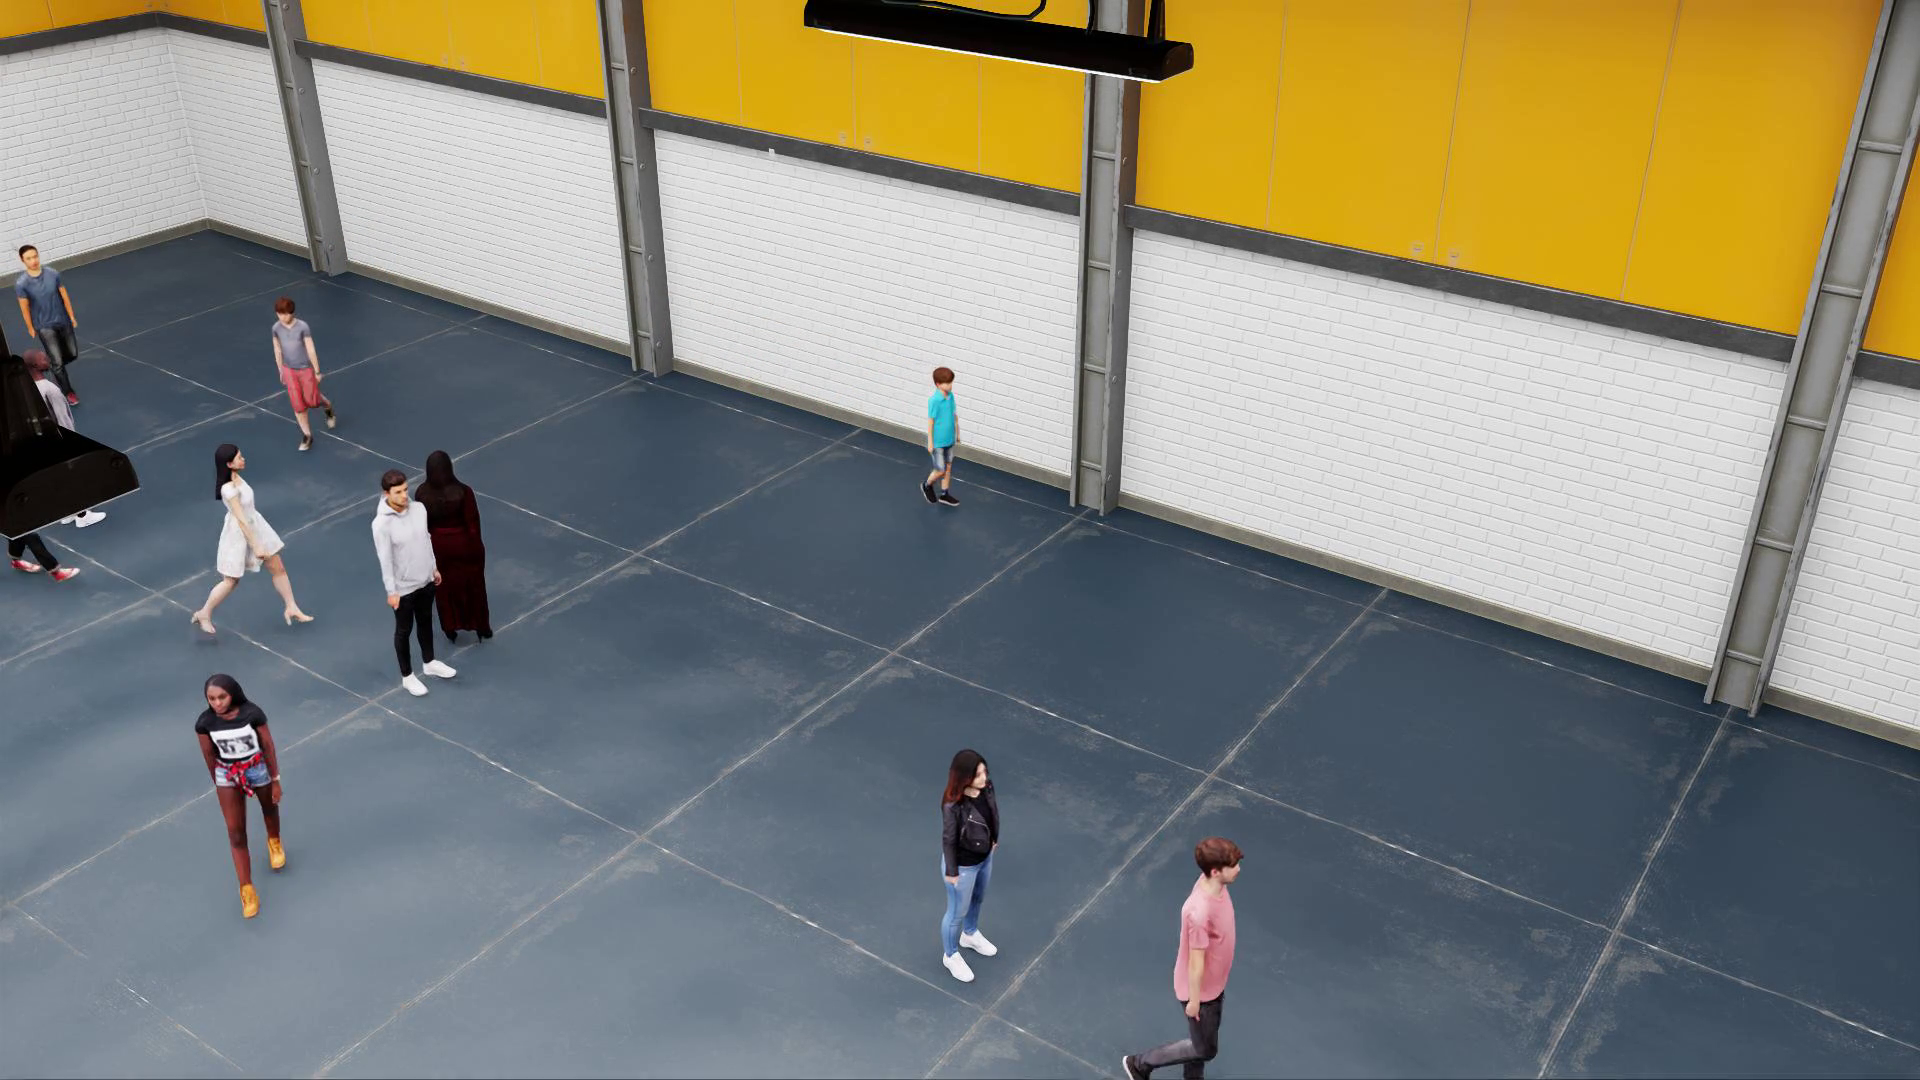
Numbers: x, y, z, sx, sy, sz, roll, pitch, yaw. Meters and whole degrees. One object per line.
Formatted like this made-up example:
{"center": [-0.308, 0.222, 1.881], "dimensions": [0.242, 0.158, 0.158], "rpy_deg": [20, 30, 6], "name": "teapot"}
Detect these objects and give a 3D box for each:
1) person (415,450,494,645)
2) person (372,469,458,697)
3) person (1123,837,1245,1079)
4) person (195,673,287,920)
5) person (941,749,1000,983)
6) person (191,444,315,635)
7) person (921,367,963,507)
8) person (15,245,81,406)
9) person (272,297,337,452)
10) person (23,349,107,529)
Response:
{"center": [-4.214, 0.069, 13.835], "dimensions": [0.742, 1.757, 0.831], "rpy_deg": [0, 29, 0], "name": "person"}
{"center": [-4.386, 0.303, 13.227], "dimensions": [0.593, 1.929, 0.700], "rpy_deg": [15, 32, 25], "name": "person"}
{"center": [1.260, 2.433, 9.307], "dimensions": [0.955, 1.943, 0.796], "rpy_deg": [8, 30, 14], "name": "person"}
{"center": [-4.773, 1.566, 11.166], "dimensions": [0.990, 1.686, 1.178], "rpy_deg": [-12, 31, -20], "name": "person"}
{"center": [0.057, 1.999, 10.427], "dimensions": [0.539, 1.634, 0.640], "rpy_deg": [18, 33, 30], "name": "person"}
{"center": [-6.057, 0.058, 13.883], "dimensions": [1.169, 1.731, 1.158], "rpy_deg": [-7, 29, -12], "name": "person"}
{"center": [-0.220, -1.015, 16.148], "dimensions": [0.627, 1.445, 0.563], "rpy_deg": [22, 36, 35], "name": "person"}
{"center": [-10.043, -2.405, 18.329], "dimensions": [0.950, 1.797, 0.709], "rpy_deg": [23, 36, 35], "name": "person"}
{"center": [-6.871, -1.790, 17.374], "dimensions": [0.950, 1.633, 0.937], "rpy_deg": [1, 29, 1], "name": "person"}
{"center": [-8.550, -0.967, 15.719], "dimensions": [0.511, 1.772, 0.706], "rpy_deg": [13, 31, 22], "name": "person"}
